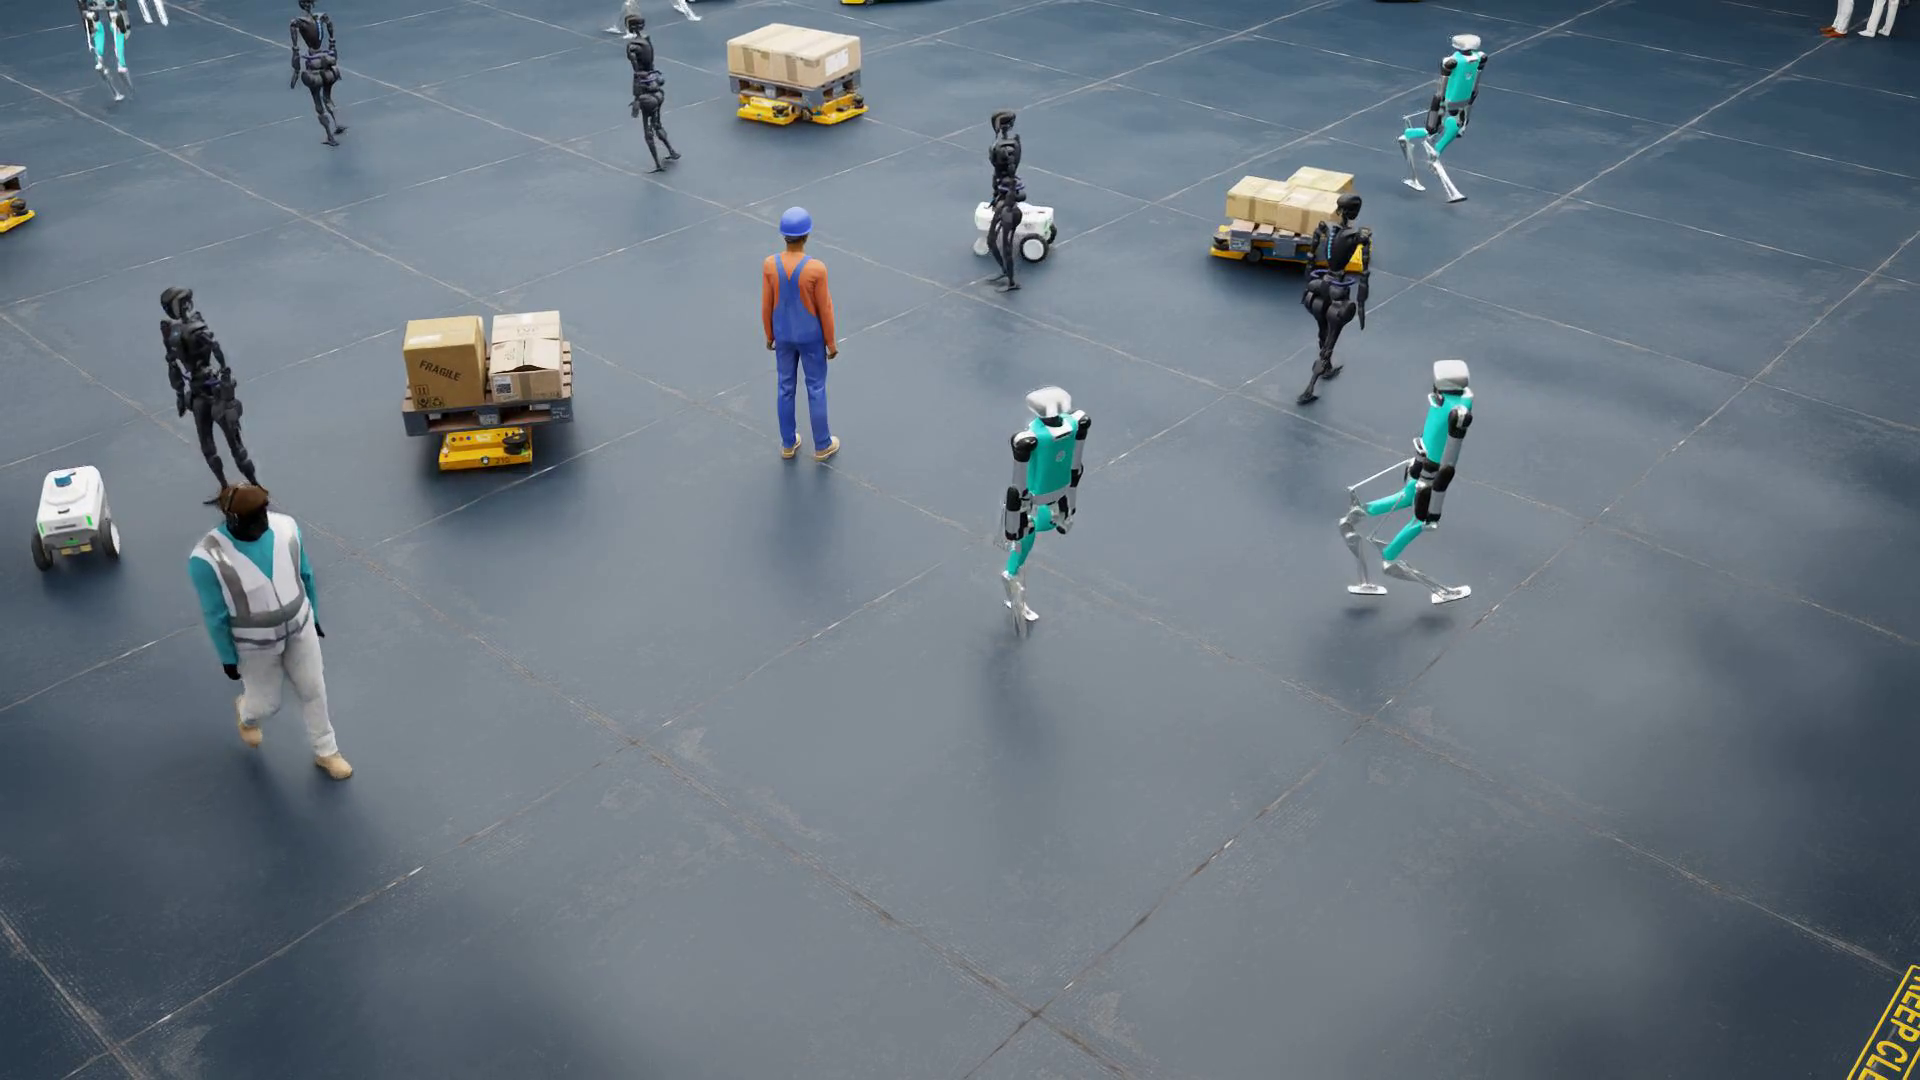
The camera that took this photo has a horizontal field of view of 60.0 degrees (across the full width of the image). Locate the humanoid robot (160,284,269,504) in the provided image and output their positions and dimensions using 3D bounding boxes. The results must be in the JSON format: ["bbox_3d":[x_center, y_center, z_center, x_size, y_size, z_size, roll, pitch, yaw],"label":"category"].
[{"bbox_3d":[-5.146,-0.985,11.402,0.591,1.650,0.393,14,35,22],"label":"humanoid robot"}]

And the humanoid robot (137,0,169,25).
[{"bbox_3d":[-11.050,-7.822,22.380,0.548,1.807,0.735,-19,36,-27],"label":"humanoid robot"}]

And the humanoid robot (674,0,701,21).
[{"bbox_3d":[-3.882,-8.009,22.703,0.884,1.787,0.566,24,39,34],"label":"humanoid robot"}]

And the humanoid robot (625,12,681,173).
[{"bbox_3d":[-3.221,-4.687,17.374,0.405,1.647,0.584,5,32,8],"label":"humanoid robot"}]

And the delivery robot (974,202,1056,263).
[{"bbox_3d":[0.525,-2.947,15.637,0.801,0.602,0.499,7,33,11],"label":"delivery robot"}]

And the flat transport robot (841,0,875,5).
[{"bbox_3d":[-1.046,-7.903,23.879,1.431,0.231,0.659,-8,33,-12],"label":"flat transport robot"}]

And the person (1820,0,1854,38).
[{"bbox_3d":[11.695,-7.541,21.830,0.370,1.825,0.512,9,33,13],"label":"person"}]

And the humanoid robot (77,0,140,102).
[{"bbox_3d":[-9.928,-5.888,19.305,0.542,1.871,0.671,-5,32,-8],"label":"humanoid robot"}]

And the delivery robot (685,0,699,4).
[{"bbox_3d":[-3.698,-7.989,23.765,0.792,0.614,0.499,-11,33,-17],"label":"delivery robot"}]

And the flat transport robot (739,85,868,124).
[{"bbox_3d":[-1.832,-5.135,19.422,1.431,0.231,0.659,21,38,30],"label":"flat transport robot"}]

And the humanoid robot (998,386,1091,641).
[{"bbox_3d":[0.367,-0.183,10.088,0.537,1.798,0.803,-21,38,-30],"label":"humanoid robot"}]

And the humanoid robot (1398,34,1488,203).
[{"bbox_3d":[4.741,-4.196,16.528,0.530,1.723,1.042,-16,35,-24],"label":"humanoid robot"}]

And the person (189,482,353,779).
[{"bbox_3d":[-3.720,0.474,8.919,0.666,1.818,0.634,24,39,33],"label":"person"}]

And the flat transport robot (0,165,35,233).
[{"bbox_3d":[-9.914,-3.195,16.299,1.431,0.231,0.659,7,32,11],"label":"flat transport robot"}]

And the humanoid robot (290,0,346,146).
[{"bbox_3d":[-7.002,-5.126,18.071,0.339,1.653,0.595,19,36,27],"label":"humanoid robot"}]

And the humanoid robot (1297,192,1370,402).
[{"bbox_3d":[2.909,-1.912,12.938,0.762,1.626,0.609,-27,41,-36],"label":"humanoid robot"}]

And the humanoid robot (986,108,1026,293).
[{"bbox_3d":[0.403,-2.975,14.619,0.314,1.648,0.596,-7,32,-10],"label":"humanoid robot"}]

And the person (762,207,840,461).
[{"bbox_3d":[-1.150,-1.472,11.970,0.527,1.908,0.371,7,33,12],"label":"person"}]

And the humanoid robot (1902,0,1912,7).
[{"bbox_3d":[13.433,-8.304,23.218,0.404,1.649,0.611,-20,37,-29],"label":"humanoid robot"}]

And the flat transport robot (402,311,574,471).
[{"bbox_3d":[-3.559,-0.975,12.724,0.659,0.231,1.431,-6,32,-10],"label":"flat transport robot"}]

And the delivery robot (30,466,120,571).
[{"bbox_3d":[-5.951,-0.164,11.160,0.499,0.608,0.786,-11,33,-17],"label":"delivery robot"}]

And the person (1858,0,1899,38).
[{"bbox_3d":[12.231,-7.441,21.834,0.521,1.638,0.309,-6,32,-10],"label":"person"}]

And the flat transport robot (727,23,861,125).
[{"bbox_3d":[-1.933,-5.190,19.512,0.659,0.231,1.431,17,36,26],"label":"flat transport robot"}]

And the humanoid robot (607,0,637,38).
[{"bbox_3d":[-4.520,-7.514,21.869,0.834,1.783,0.598,-6,32,-10],"label":"humanoid robot"}]

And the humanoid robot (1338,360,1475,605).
[{"bbox_3d":[2.744,-0.299,10.229,0.987,1.734,0.546,1,32,1],"label":"humanoid robot"}]

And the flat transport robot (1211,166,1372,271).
[{"bbox_3d":[3.122,-2.795,15.654,1.431,0.231,0.659,8,33,13],"label":"flat transport robot"}]
